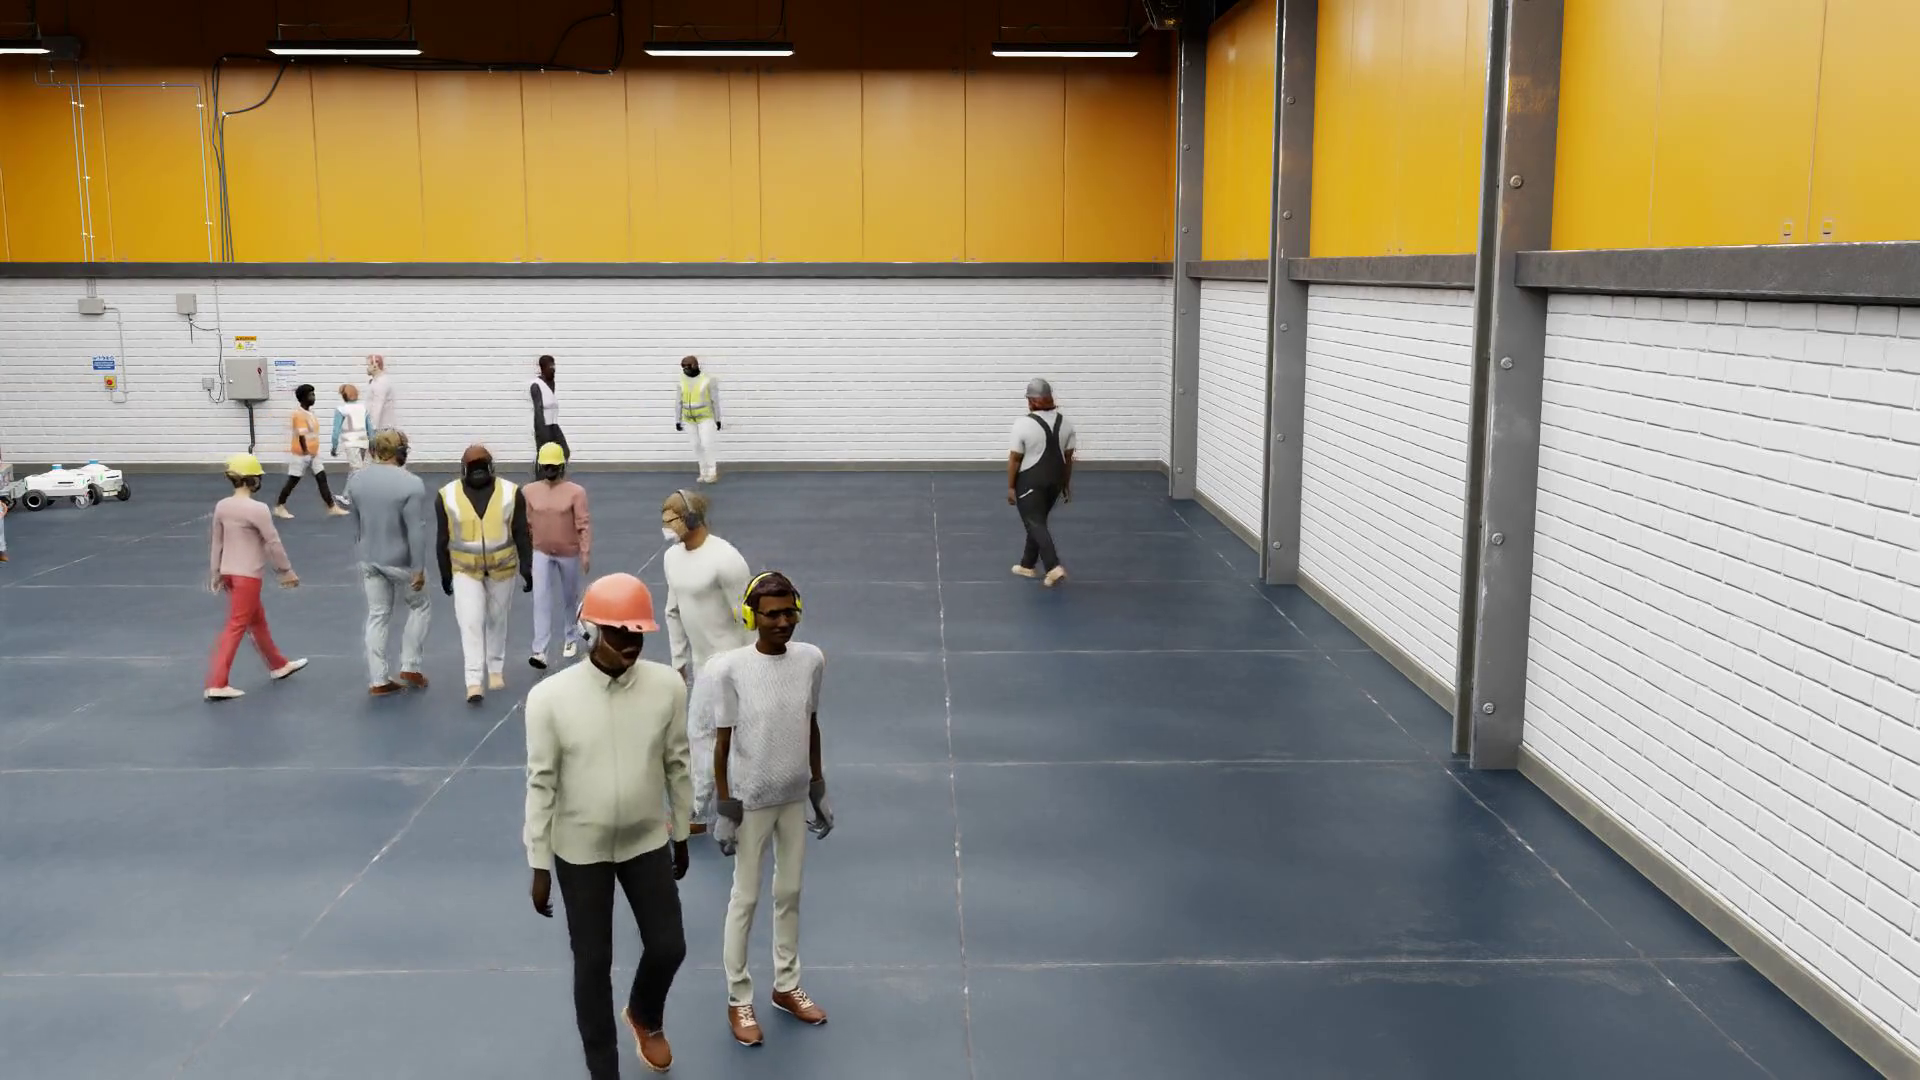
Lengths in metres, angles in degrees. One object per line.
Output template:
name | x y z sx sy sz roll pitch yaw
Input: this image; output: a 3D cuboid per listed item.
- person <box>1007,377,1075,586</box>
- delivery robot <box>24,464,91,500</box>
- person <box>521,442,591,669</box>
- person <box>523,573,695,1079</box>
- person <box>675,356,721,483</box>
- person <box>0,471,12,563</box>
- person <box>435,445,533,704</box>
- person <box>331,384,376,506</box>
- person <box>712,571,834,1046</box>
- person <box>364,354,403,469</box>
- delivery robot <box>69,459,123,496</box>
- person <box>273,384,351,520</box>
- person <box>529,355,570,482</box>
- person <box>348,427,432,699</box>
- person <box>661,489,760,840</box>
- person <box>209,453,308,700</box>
person | 0.780 -0.593 16.062 0.683 2.000 0.966 -6 11 -35
delivery robot | -11.412 -0.713 21.052 0.707 0.478 0.477 -2 9 -15
person | -3.081 0.114 12.677 0.540 1.714 0.938 0 9 -3
person | -1.252 1.088 5.960 0.646 1.981 0.433 -5 10 -26
person | -3.732 -1.698 23.554 0.667 1.811 0.523 4 10 24
person | -10.036 -0.538 17.032 0.586 1.613 0.499 8 12 40
person | -3.334 0.236 11.700 0.646 1.793 0.938 -3 10 -19
person | -7.653 -1.168 20.972 0.888 1.583 0.516 5 10 27
person | -0.734 1.040 6.589 0.514 1.866 0.327 -7 11 -36
person | -7.975 -1.571 22.551 0.852 1.873 0.668 -3 10 -20
delivery robot | -11.258 -0.812 21.658 0.707 0.478 0.477 5 10 28
person | -7.938 -1.066 20.150 0.884 1.651 0.544 -1 9 -4
person | -5.404 -1.485 21.978 0.600 1.897 0.596 3 10 20
person | -4.018 0.158 11.831 0.657 1.915 0.584 3 10 16
person | -1.274 0.648 8.989 0.856 1.885 0.644 -6 11 -34
person | -5.075 0.245 11.901 0.535 1.723 0.890 6 11 34
